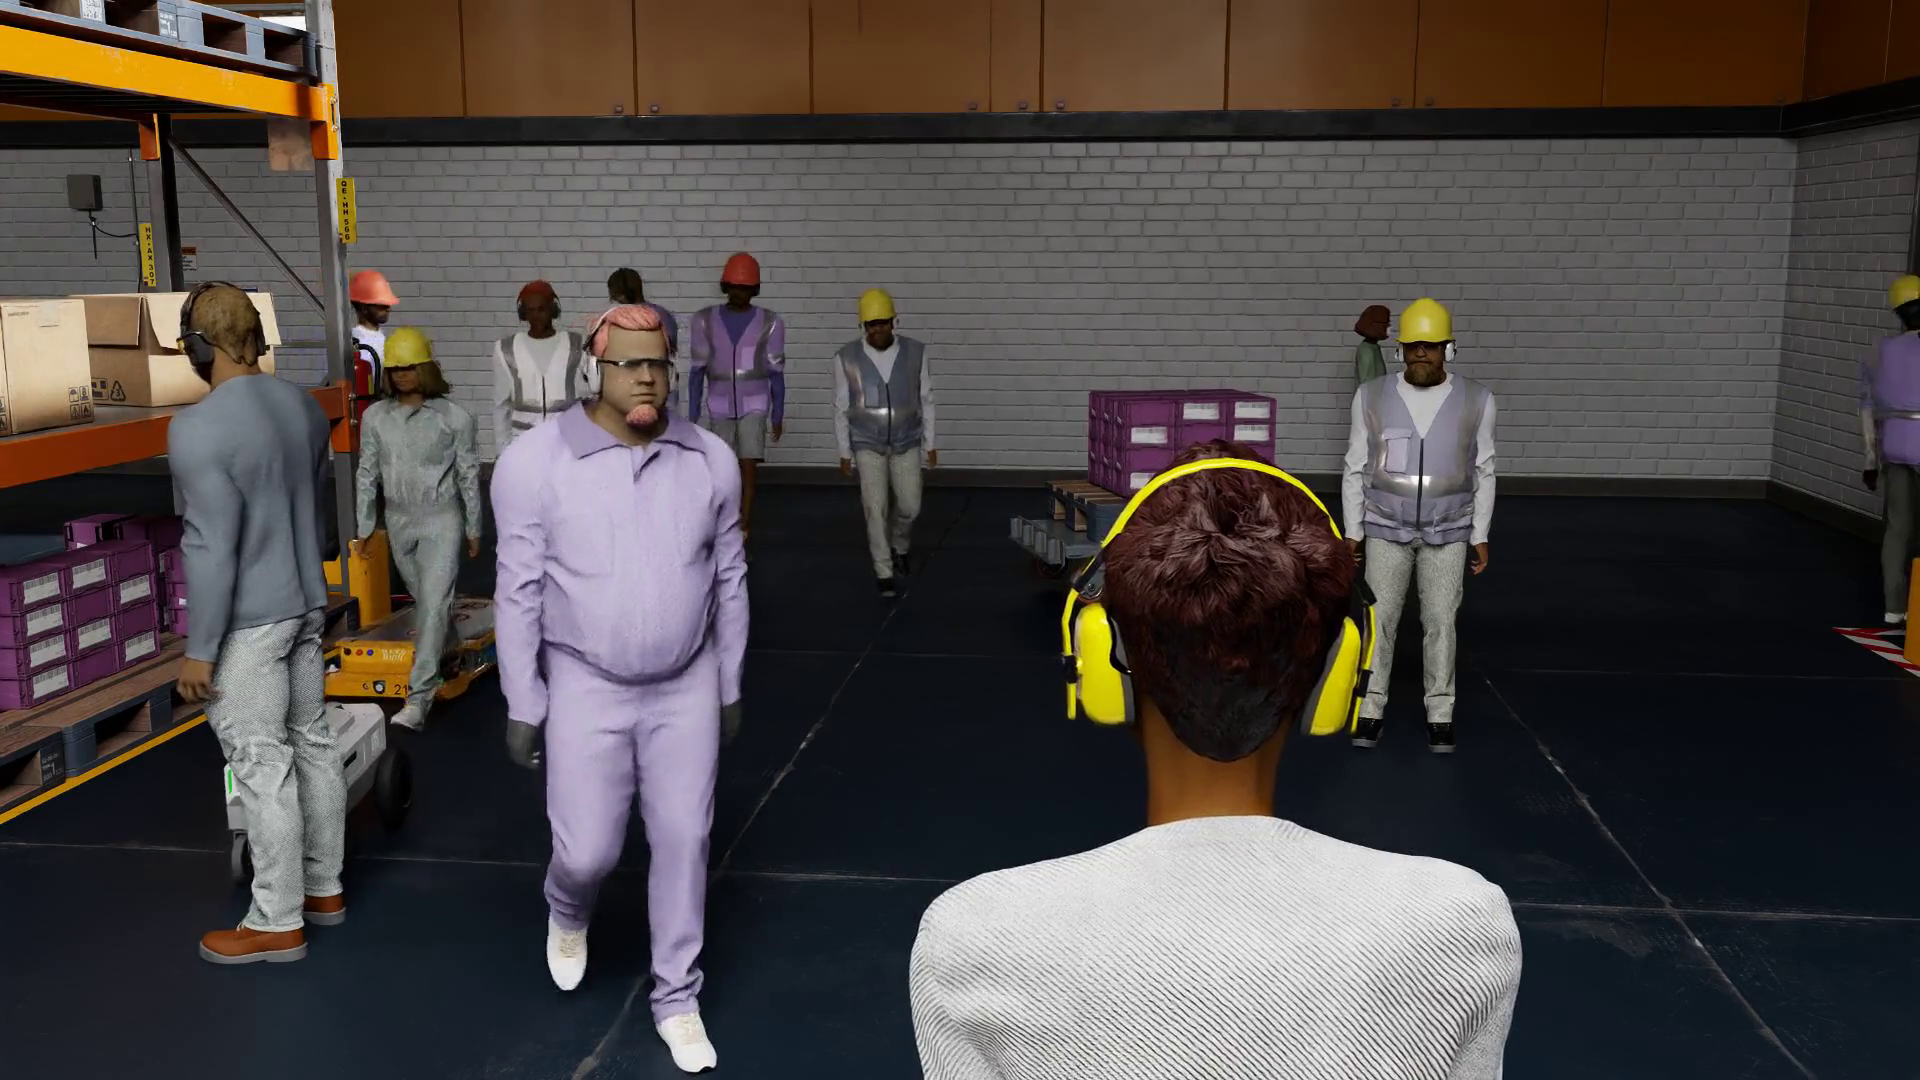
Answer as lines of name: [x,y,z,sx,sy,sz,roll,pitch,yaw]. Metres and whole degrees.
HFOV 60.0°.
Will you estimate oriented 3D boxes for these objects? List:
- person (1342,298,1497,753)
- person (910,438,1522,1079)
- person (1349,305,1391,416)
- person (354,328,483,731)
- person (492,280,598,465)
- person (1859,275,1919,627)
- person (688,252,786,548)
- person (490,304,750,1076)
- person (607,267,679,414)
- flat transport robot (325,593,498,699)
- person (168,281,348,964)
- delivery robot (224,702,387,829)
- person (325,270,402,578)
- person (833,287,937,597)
person: [1.841,-0.052,6.706,0.600,1.831,0.404,3,10,14]
person: [0.201,0.848,1.444,0.516,1.873,0.329,-1,10,-6]
person: [2.978,-0.892,12.109,0.282,1.626,0.502,3,10,18]
person: [-2.319,-0.058,7.138,0.491,1.686,0.944,1,10,6]
person: [-2.381,-0.570,9.605,0.602,1.861,0.799,-2,10,-11]
person: [5.103,-0.448,8.878,0.406,1.871,0.739,-5,11,-25]
person: [-1.445,-0.865,10.875,0.655,2.005,0.850,0,10,0]
person: [-0.835,0.356,4.186,0.659,1.892,0.619,-5,11,-27]
person: [-2.118,-0.897,11.351,0.457,1.904,0.746,7,12,36]
flat transport robot: [-2.512,0.489,8.075,0.652,0.197,1.431,1,10,5]
person: [-2.006,0.240,4.740,0.374,1.936,0.627,2,10,9]
delivery robot: [-2.180,0.738,5.572,0.477,0.478,0.707,-1,10,-4]
person: [-3.584,-0.679,10.140,0.649,1.908,0.587,-2,10,-10]
person: [-0.443,-0.574,9.757,0.608,1.809,0.477,-2,10,-10]
